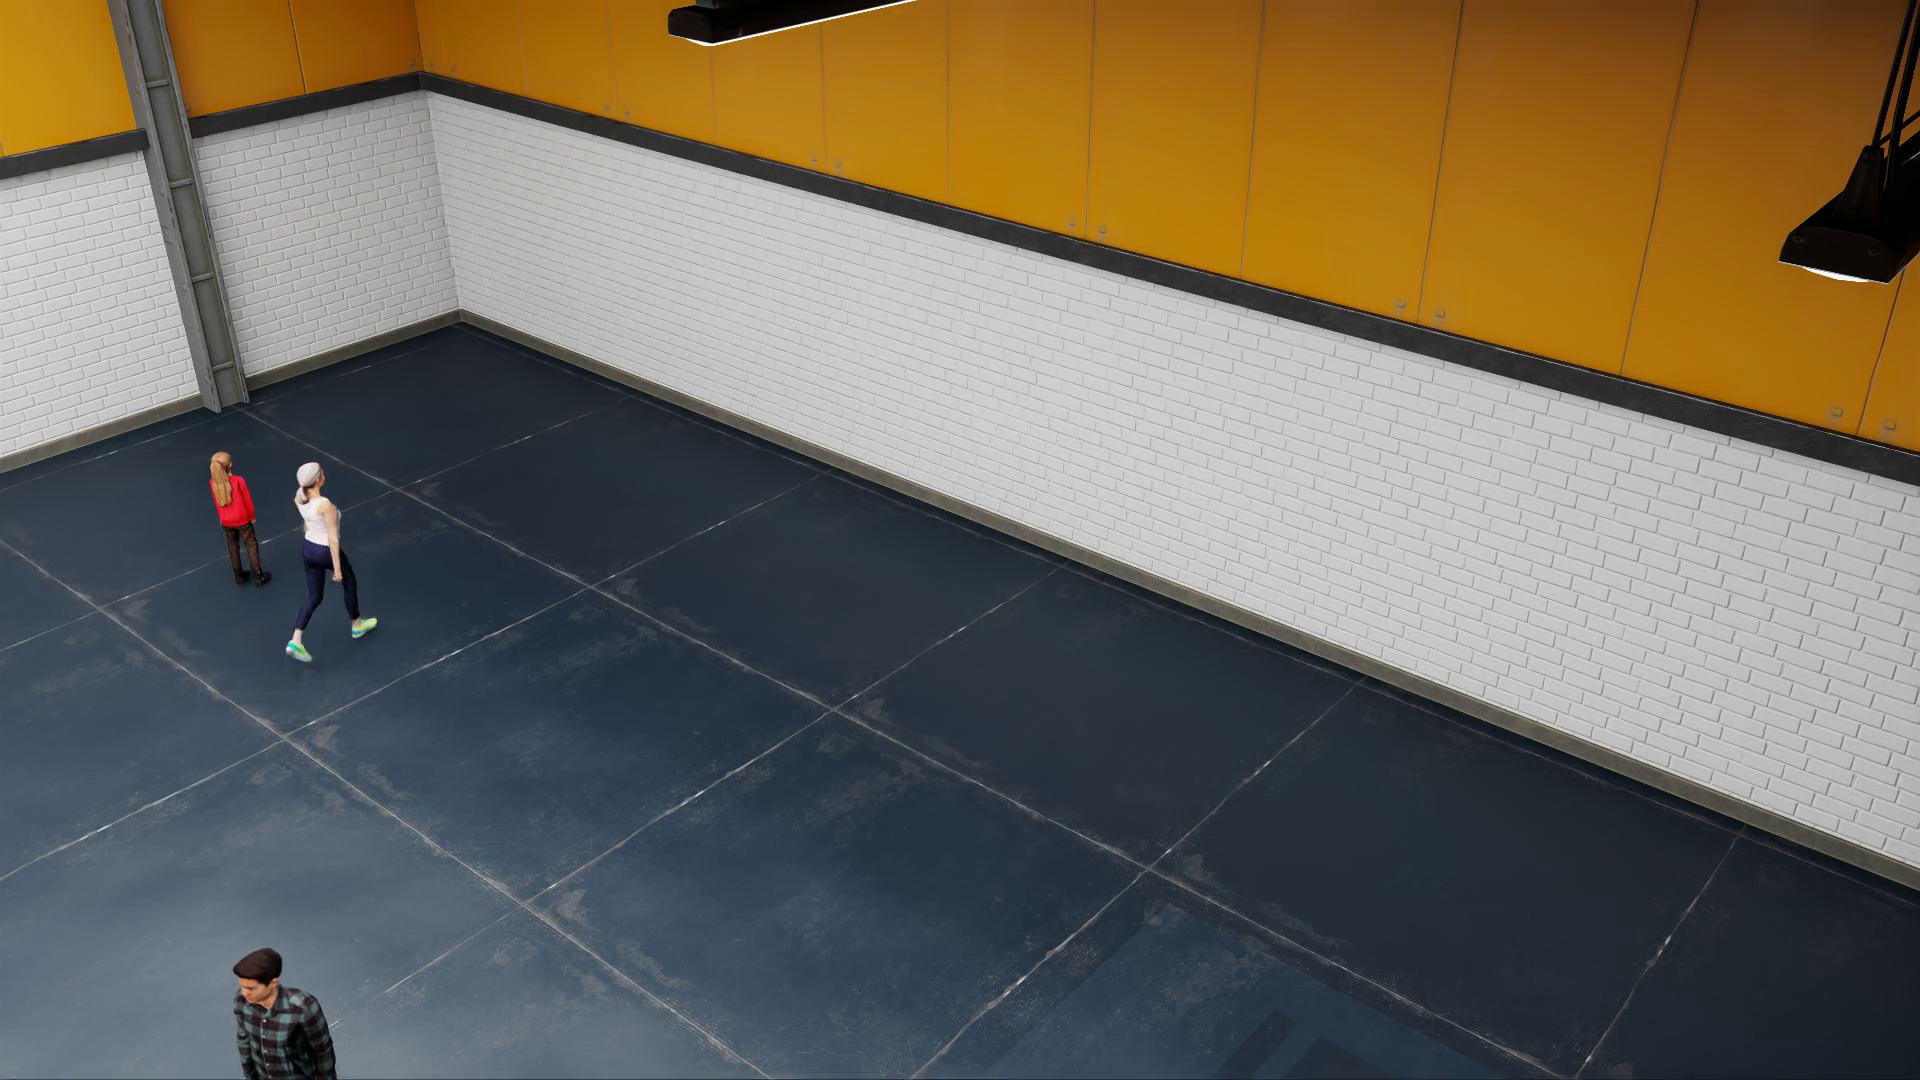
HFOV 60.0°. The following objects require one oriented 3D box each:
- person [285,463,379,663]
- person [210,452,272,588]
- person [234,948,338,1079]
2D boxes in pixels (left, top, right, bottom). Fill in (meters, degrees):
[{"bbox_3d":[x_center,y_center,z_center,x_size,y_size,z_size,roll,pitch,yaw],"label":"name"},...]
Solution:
[{"bbox_3d":[-5.223,0.207,13.484,0.775,1.666,1.188,13,31,23],"label":"person"},{"bbox_3d":[-6.360,-0.188,14.610,0.575,1.282,0.623,2,29,3],"label":"person"},{"bbox_3d":[-3.484,2.762,8.639,0.751,1.713,0.700,6,29,11],"label":"person"}]
